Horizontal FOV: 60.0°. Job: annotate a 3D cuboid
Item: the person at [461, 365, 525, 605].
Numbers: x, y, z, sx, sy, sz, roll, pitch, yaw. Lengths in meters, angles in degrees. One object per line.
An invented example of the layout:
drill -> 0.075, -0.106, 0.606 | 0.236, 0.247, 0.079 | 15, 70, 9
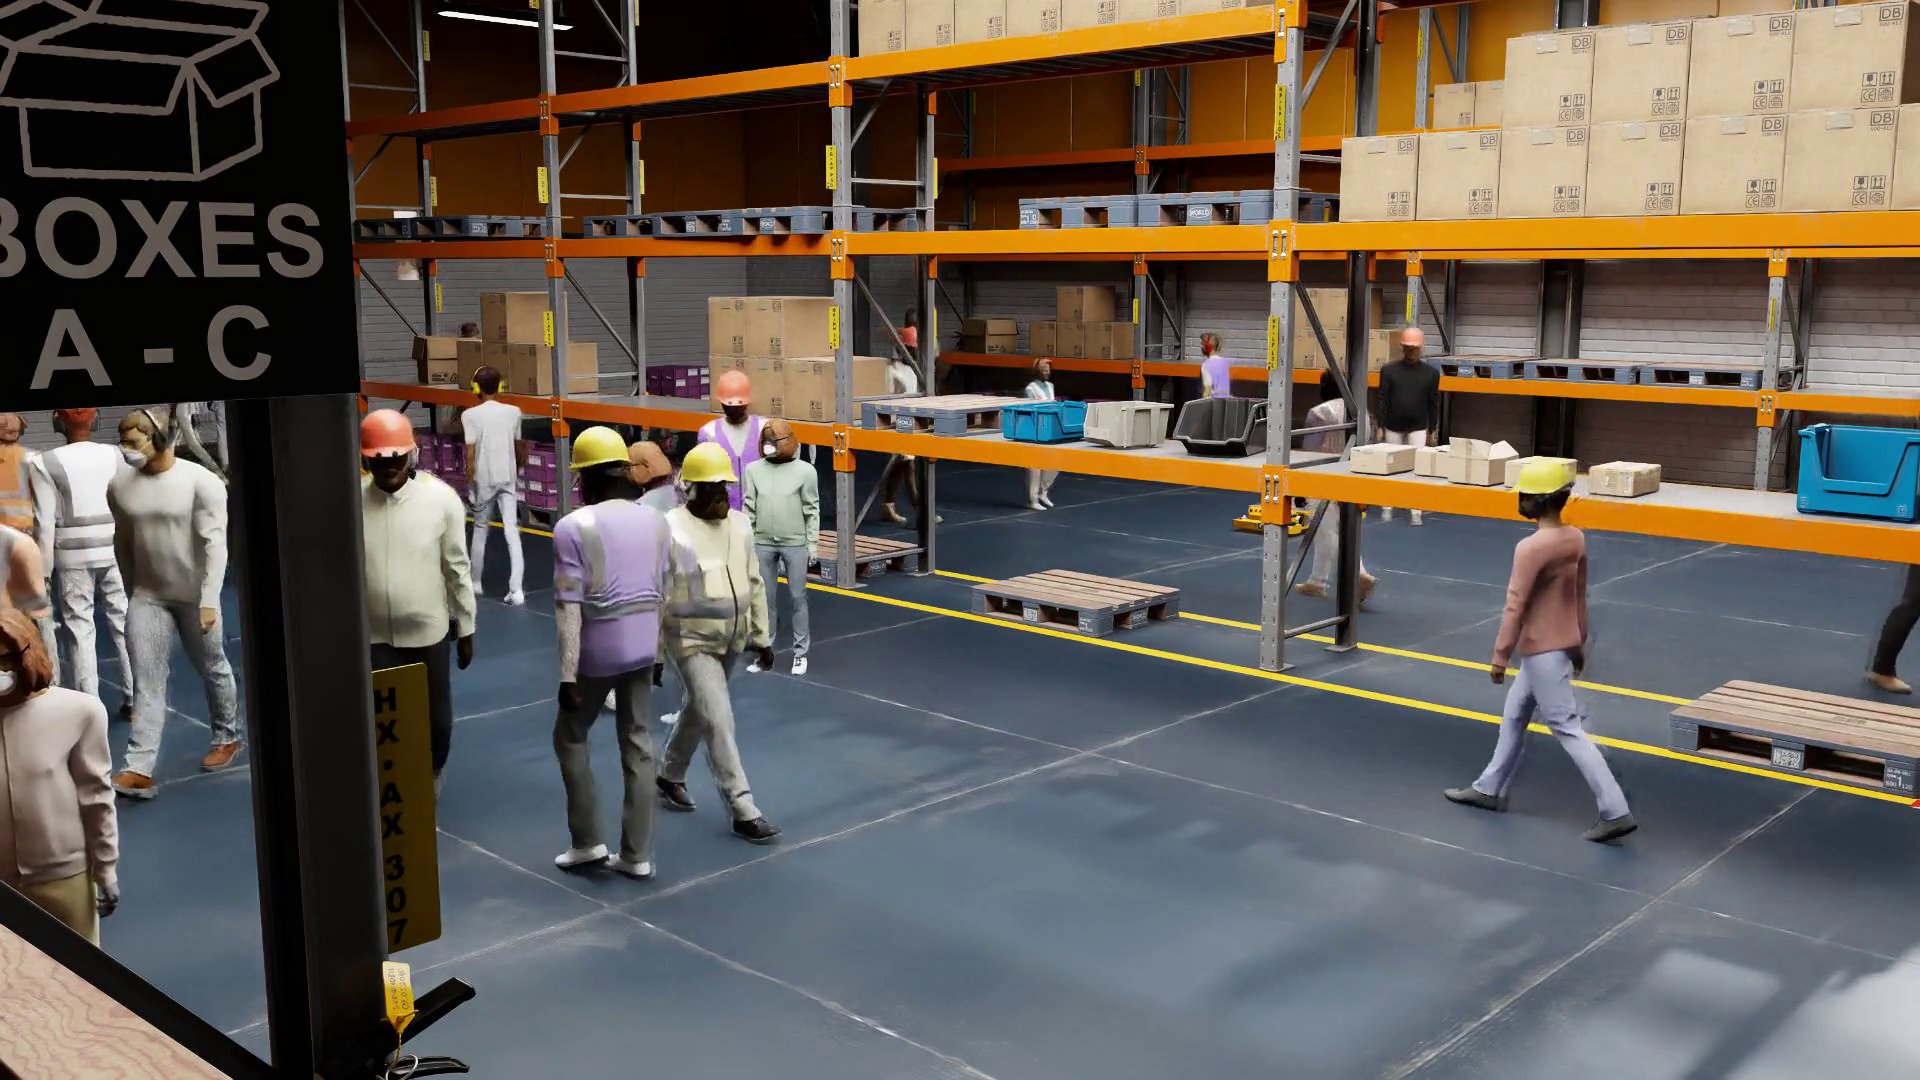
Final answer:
person -> -3.604, -0.435, 12.855 | 0.502, 1.820, 0.956 | -6, 11, -33

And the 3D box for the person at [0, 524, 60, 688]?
person -> -3.945, 0.554, 6.621 | 0.606, 1.875, 1.019 | 1, 9, 6

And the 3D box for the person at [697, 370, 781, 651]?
person -> -1.452, -0.201, 11.173 | 0.592, 1.895, 0.634 | 0, 9, -2

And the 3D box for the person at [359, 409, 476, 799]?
person -> -2.474, 0.383, 7.400 | 0.622, 1.971, 0.773 | -2, 10, -14

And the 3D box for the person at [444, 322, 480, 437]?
person -> -6.501, -1.936, 21.933 | 0.973, 1.867, 0.642 | -6, 11, -33

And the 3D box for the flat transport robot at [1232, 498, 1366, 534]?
flat transport robot -> 3.385, -0.262, 16.528 | 0.652, 0.197, 1.431 | 9, 13, 43

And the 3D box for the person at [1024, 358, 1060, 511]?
person -> 0.866, -1.113, 17.607 | 0.384, 1.623, 0.538 | 6, 11, 35

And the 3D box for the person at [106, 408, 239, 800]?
person -> -3.890, 0.300, 8.149 | 0.640, 1.878, 1.010 | 0, 9, 3

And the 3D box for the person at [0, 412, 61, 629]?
person -> -6.533, -0.093, 11.420 | 0.521, 1.606, 0.778 | -1, 9, -4

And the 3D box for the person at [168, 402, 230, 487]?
person -> -8.903, -1.443, 19.052 | 0.953, 1.827, 0.535 | -3, 10, -16

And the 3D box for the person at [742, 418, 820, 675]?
person -> -1.135, 0.042, 10.498 | 0.505, 1.631, 0.278 | 2, 10, 14

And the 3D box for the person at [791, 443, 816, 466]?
person -> -2.073, -1.761, 21.532 | 0.513, 1.642, 0.311 | -6, 11, -34

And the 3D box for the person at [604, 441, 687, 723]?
person -> -1.795, 0.244, 9.359 | 0.761, 1.591, 0.511 | 1, 9, 9

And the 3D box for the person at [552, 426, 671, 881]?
person -> -1.499, 0.475, 7.016 | 0.615, 1.896, 0.619 | 9, 13, 42

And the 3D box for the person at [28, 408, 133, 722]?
person -> -4.834, 0.120, 9.254 | 0.337, 1.882, 0.584 | 8, 12, 41

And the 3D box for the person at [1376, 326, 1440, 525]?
person -> 4.513, -1.158, 16.801 | 0.612, 2.000, 0.418 | 2, 9, 13

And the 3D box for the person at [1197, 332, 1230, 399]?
person -> 3.017, -1.532, 19.574 | 0.771, 1.823, 0.578 | 7, 12, 39

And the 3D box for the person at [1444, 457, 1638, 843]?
person -> 2.682, 0.484, 7.539 | 0.944, 1.717, 0.532 | 9, 13, 43

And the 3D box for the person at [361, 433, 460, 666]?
person -> -2.759, 0.312, 8.302 | 0.621, 1.814, 0.736 | 1, 9, 6

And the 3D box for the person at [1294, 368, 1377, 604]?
person -> 2.892, -0.408, 12.704 | 0.621, 1.818, 0.821 | -7, 12, -39

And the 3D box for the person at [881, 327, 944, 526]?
person -> -0.457, -1.099, 16.431 | 1.032, 1.984, 0.615 | 7, 12, 38

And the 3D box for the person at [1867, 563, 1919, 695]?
person -> 5.764, 0.092, 9.718 | 0.538, 1.793, 0.980 | -3, 10, -16

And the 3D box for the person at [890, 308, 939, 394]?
person -> -0.655, -2.245, 23.278 | 0.685, 2.000, 0.637 | -3, 10, -17

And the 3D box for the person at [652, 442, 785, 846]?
person -> -1.152, 0.439, 7.601 | 0.933, 1.788, 0.603 | 8, 12, 39

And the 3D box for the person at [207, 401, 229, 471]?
person -> -9.247, -1.795, 21.124 | 0.635, 1.842, 0.429 | -2, 9, -10

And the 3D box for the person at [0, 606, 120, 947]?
person -> -2.675, 0.982, 4.762 | 0.499, 1.627, 0.270 | -4, 10, -25
